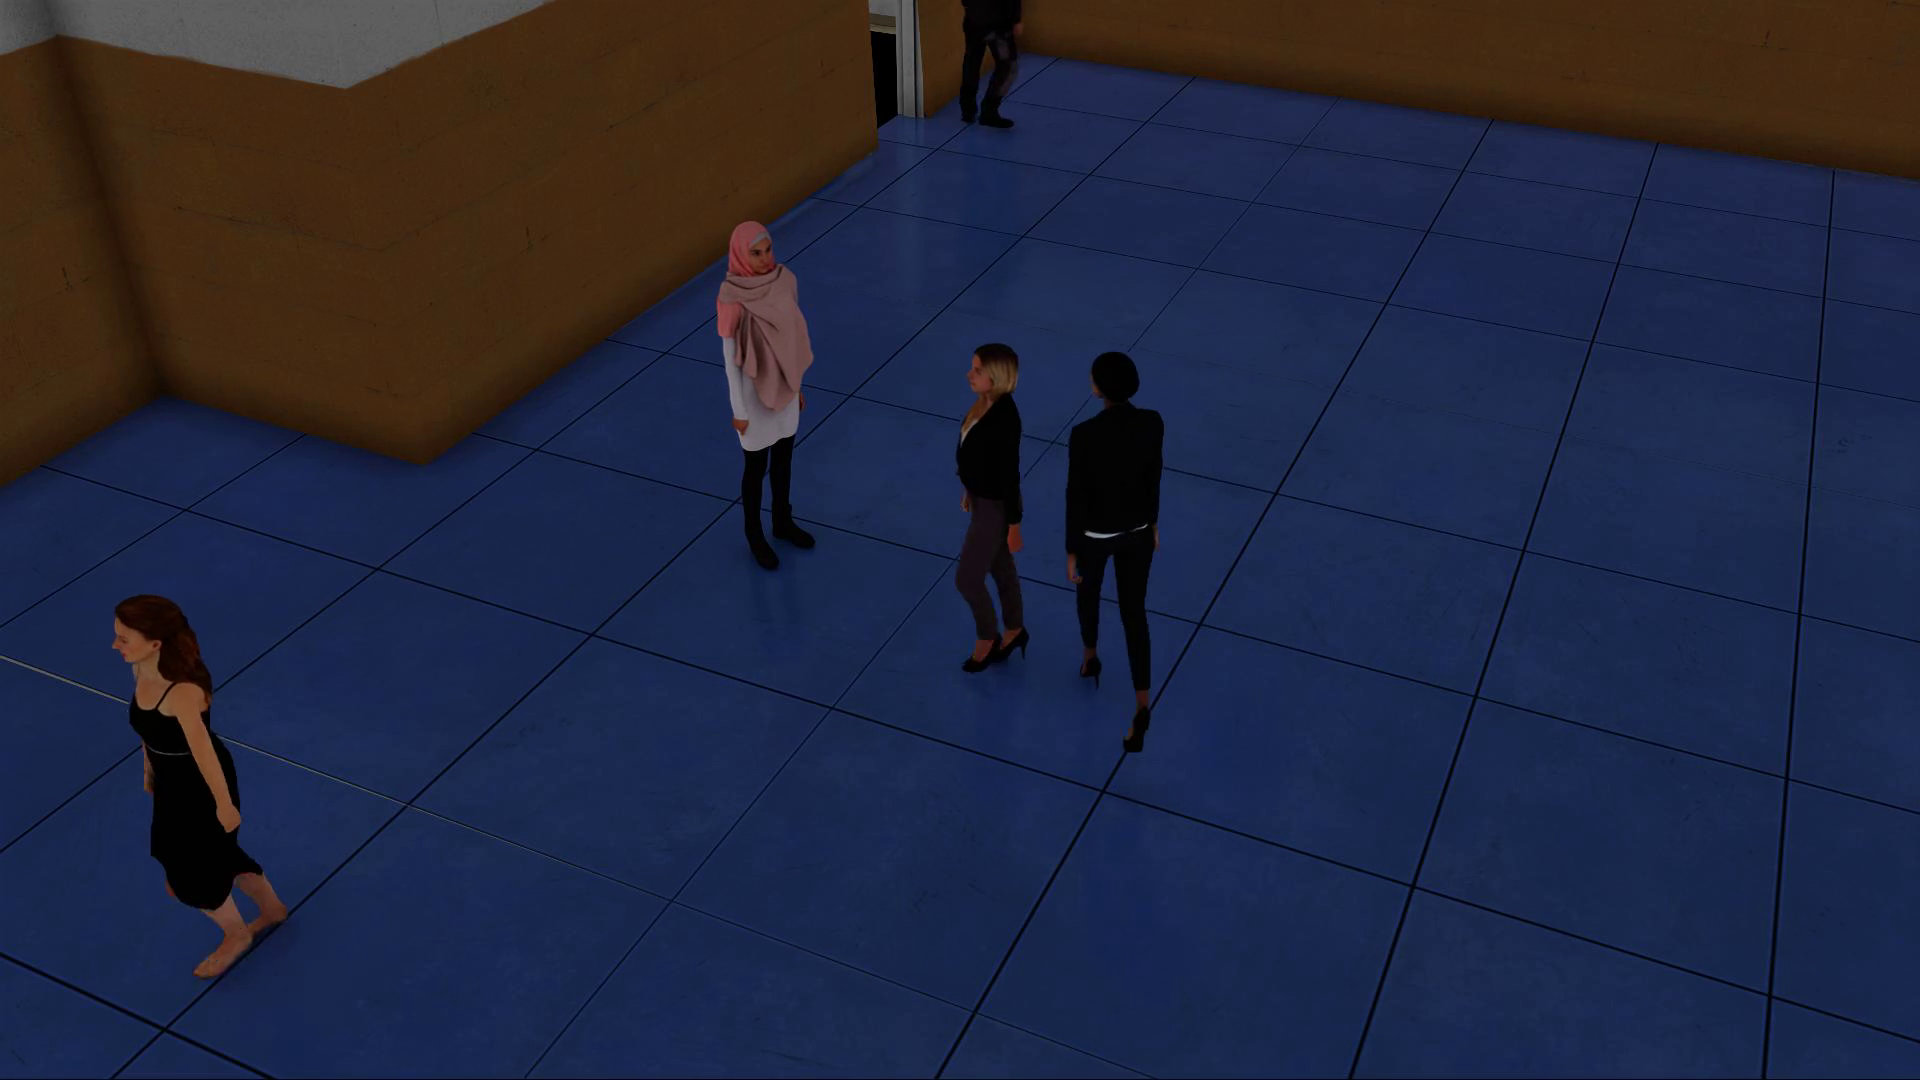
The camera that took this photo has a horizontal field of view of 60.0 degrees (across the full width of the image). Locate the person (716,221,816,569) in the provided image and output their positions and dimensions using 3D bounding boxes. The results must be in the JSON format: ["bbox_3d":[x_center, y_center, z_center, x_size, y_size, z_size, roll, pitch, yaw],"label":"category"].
[{"bbox_3d":[-0.968,-0.711,8.254,0.696,1.782,0.701,27,42,34],"label":"person"}]

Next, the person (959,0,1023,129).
[{"bbox_3d":[0.231,-4.294,13.579,0.735,1.827,0.941,18,38,25],"label":"person"}]

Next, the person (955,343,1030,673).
[{"bbox_3d":[0.239,-0.123,7.480,0.777,1.661,0.739,-6,34,-8],"label":"person"}]

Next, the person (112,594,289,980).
[{"bbox_3d":[-2.684,0.860,6.053,0.757,1.604,0.676,-28,42,-35],"label":"person"}]

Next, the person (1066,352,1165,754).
[{"bbox_3d":[0.680,0.089,7.036,1.132,1.800,1.083,-5,34,-7],"label":"person"}]
